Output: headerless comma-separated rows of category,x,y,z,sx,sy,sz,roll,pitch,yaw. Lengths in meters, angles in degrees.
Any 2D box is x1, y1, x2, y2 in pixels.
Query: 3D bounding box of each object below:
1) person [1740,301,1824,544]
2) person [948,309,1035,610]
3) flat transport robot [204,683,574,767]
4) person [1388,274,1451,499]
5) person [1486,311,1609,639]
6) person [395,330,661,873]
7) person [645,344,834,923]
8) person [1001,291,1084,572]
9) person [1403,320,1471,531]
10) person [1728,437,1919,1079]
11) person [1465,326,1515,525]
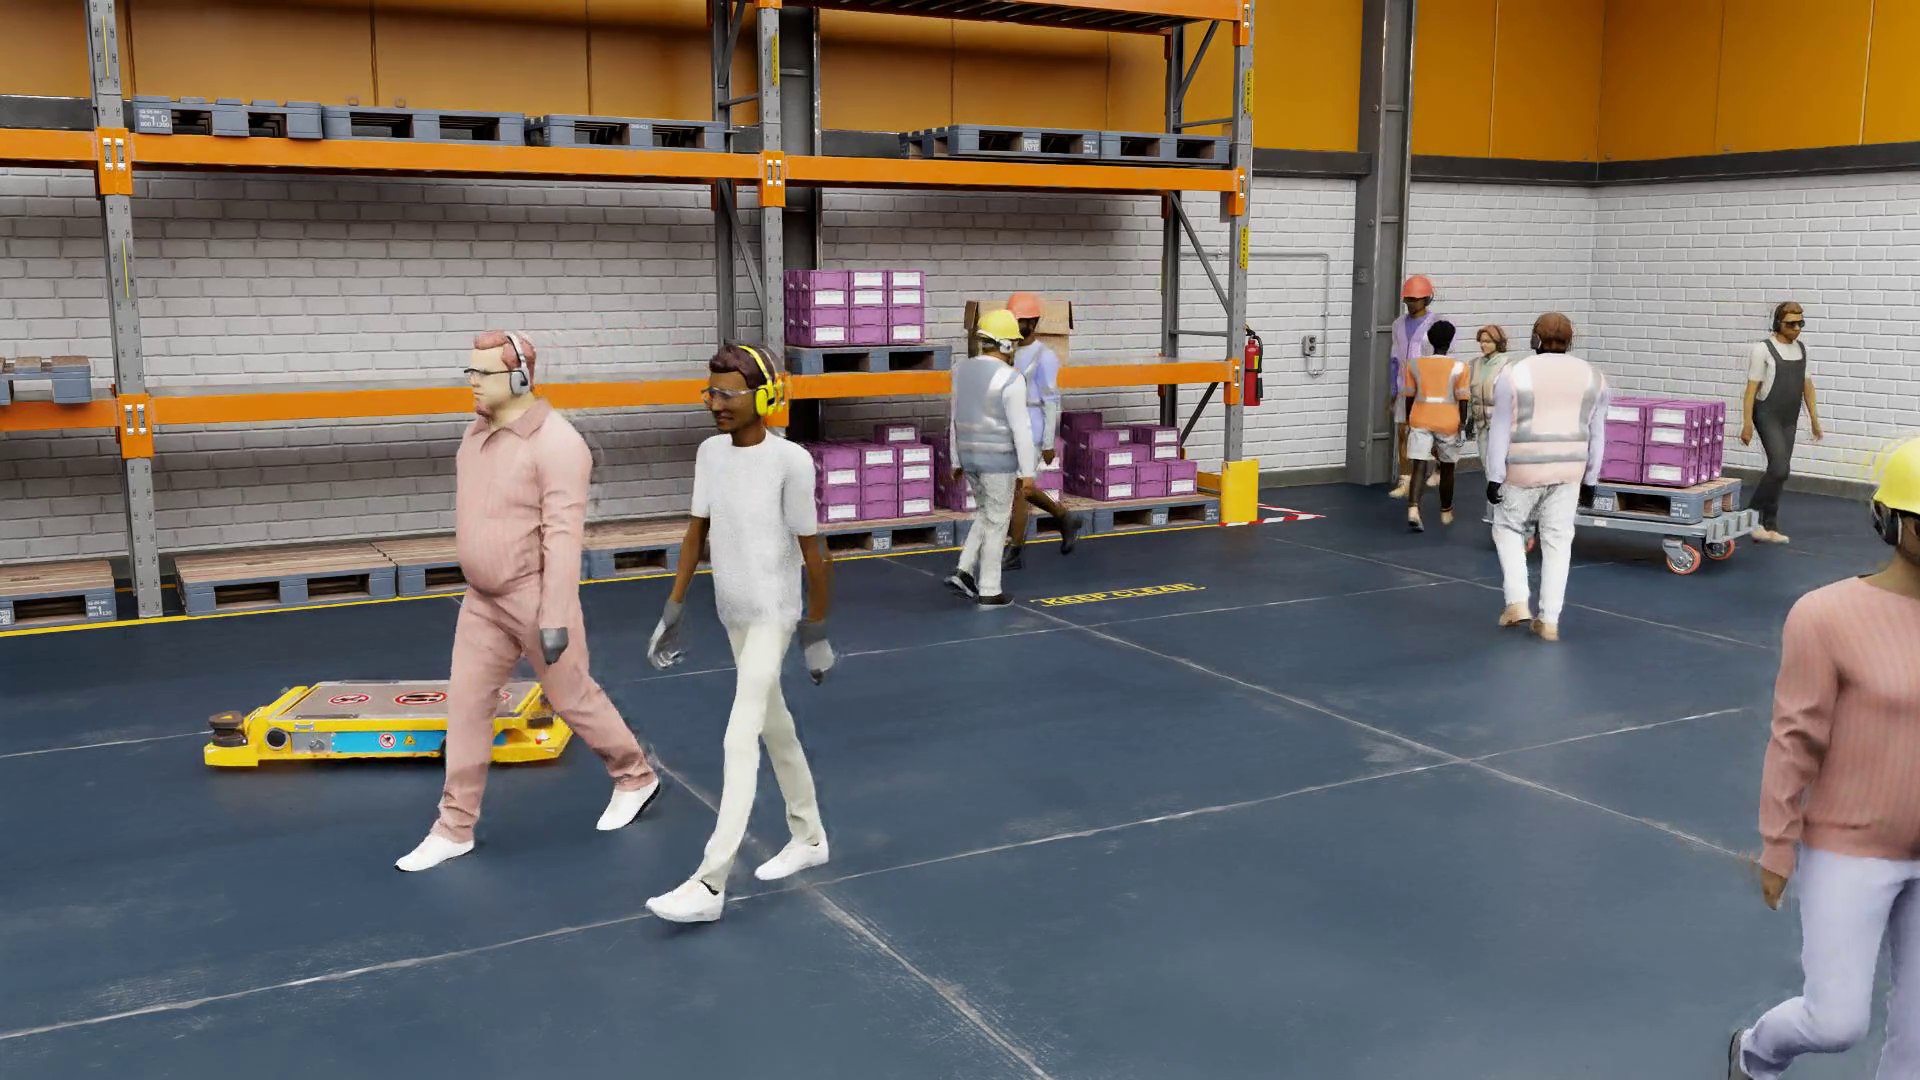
person,6.122,-0.861,12.401,0.539,1.827,0.422,-4,10,-25
person,0.200,-0.473,10.025,0.419,1.817,0.623,-8,12,-40
flat transport robot,-2.393,0.774,7.142,1.431,0.197,0.652,0,9,-3
person,4.140,-1.366,14.892,0.638,2.015,0.617,-6,11,-33
person,3.263,-0.359,9.318,0.661,1.823,0.481,0,9,1
person,-1.511,0.188,5.898,0.664,1.865,0.984,8,12,39
person,-0.749,0.290,5.376,0.540,1.826,0.942,9,13,44
person,0.517,-0.748,11.431,0.806,1.916,0.552,-5,11,-29
person,3.741,-0.900,13.120,0.539,1.666,0.837,4,10,24
person,1.939,0.629,3.514,0.539,1.752,0.537,0,9,-3
person,4.320,-0.918,13.393,0.466,1.605,0.519,-5,11,-29
